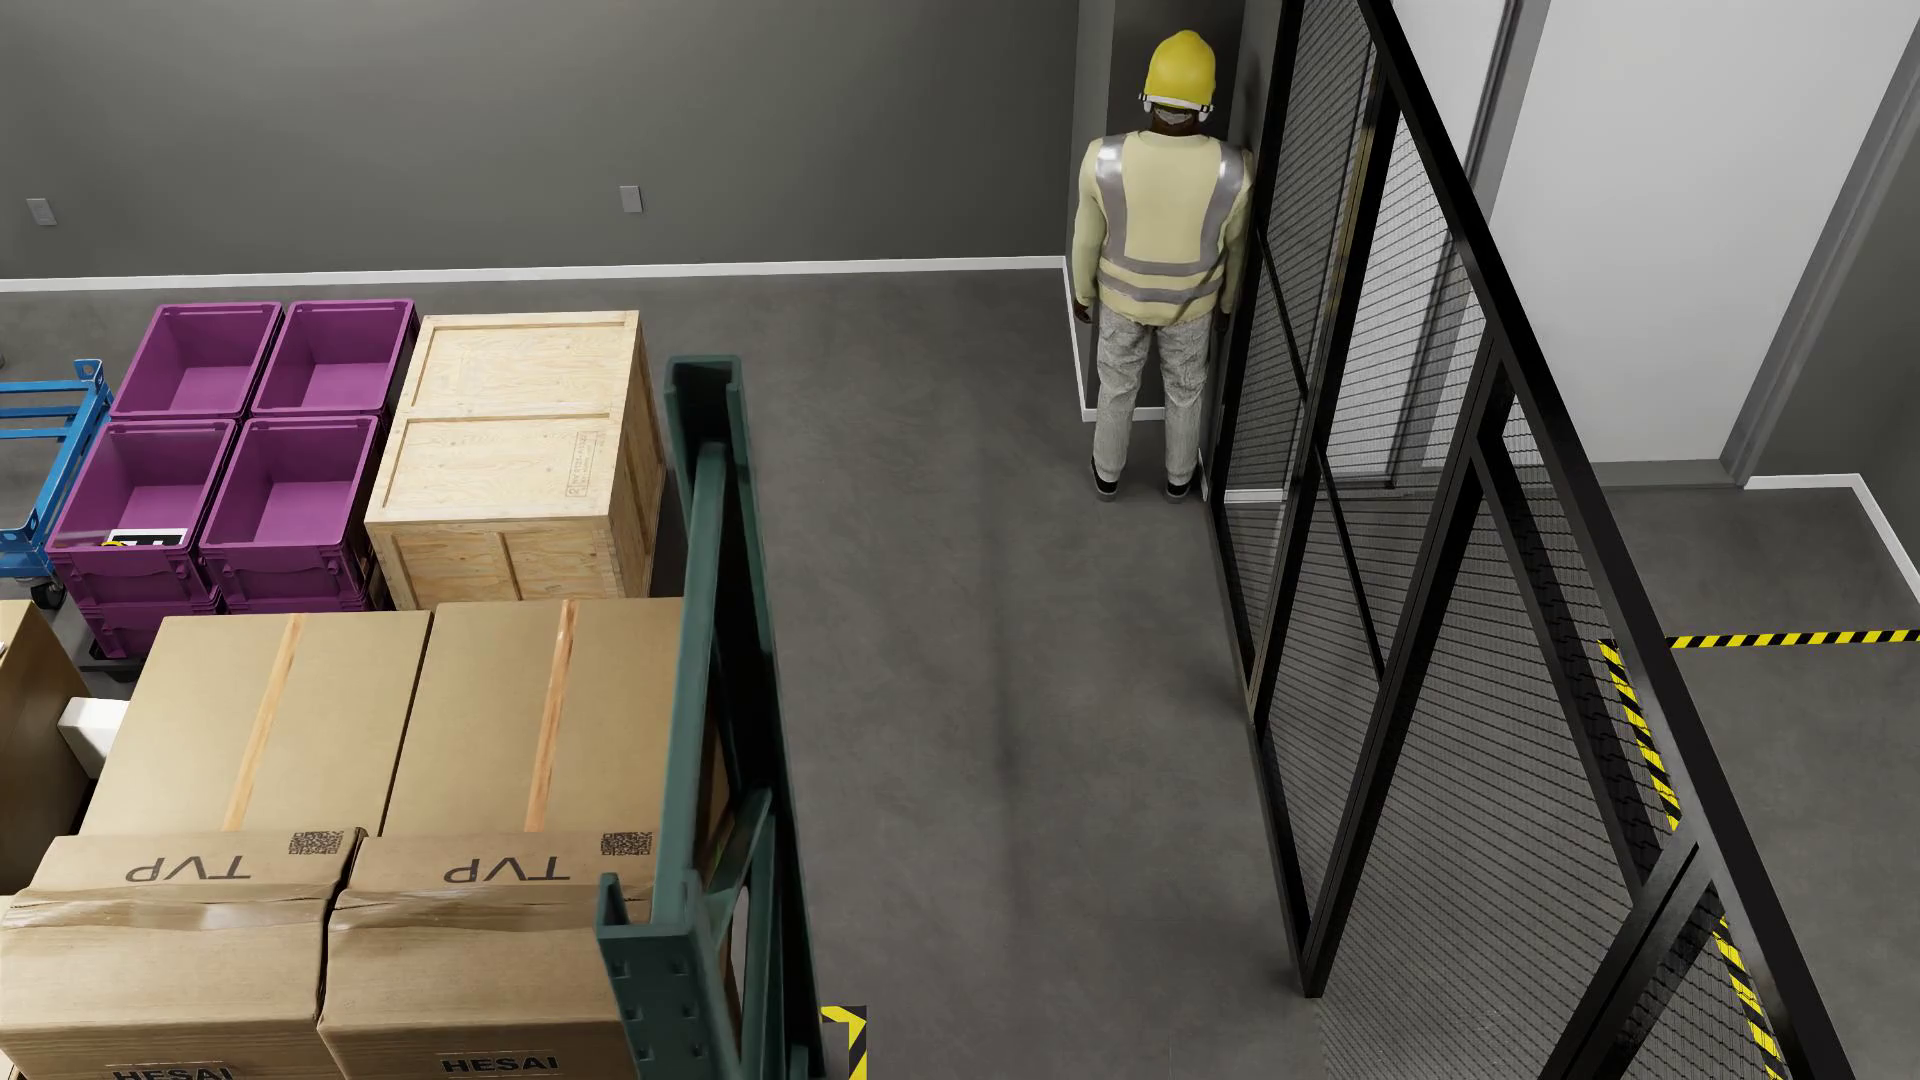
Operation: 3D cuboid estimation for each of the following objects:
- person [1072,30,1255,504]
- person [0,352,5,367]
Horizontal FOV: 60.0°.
[{"bbox_3d":[0.675,-0.867,5.657,0.595,1.831,0.403,5,47,5],"label":"person"},{"bbox_3d":[-4.036,-1.280,5.978,0.378,1.940,0.629,-2,46,-2],"label":"person"}]
